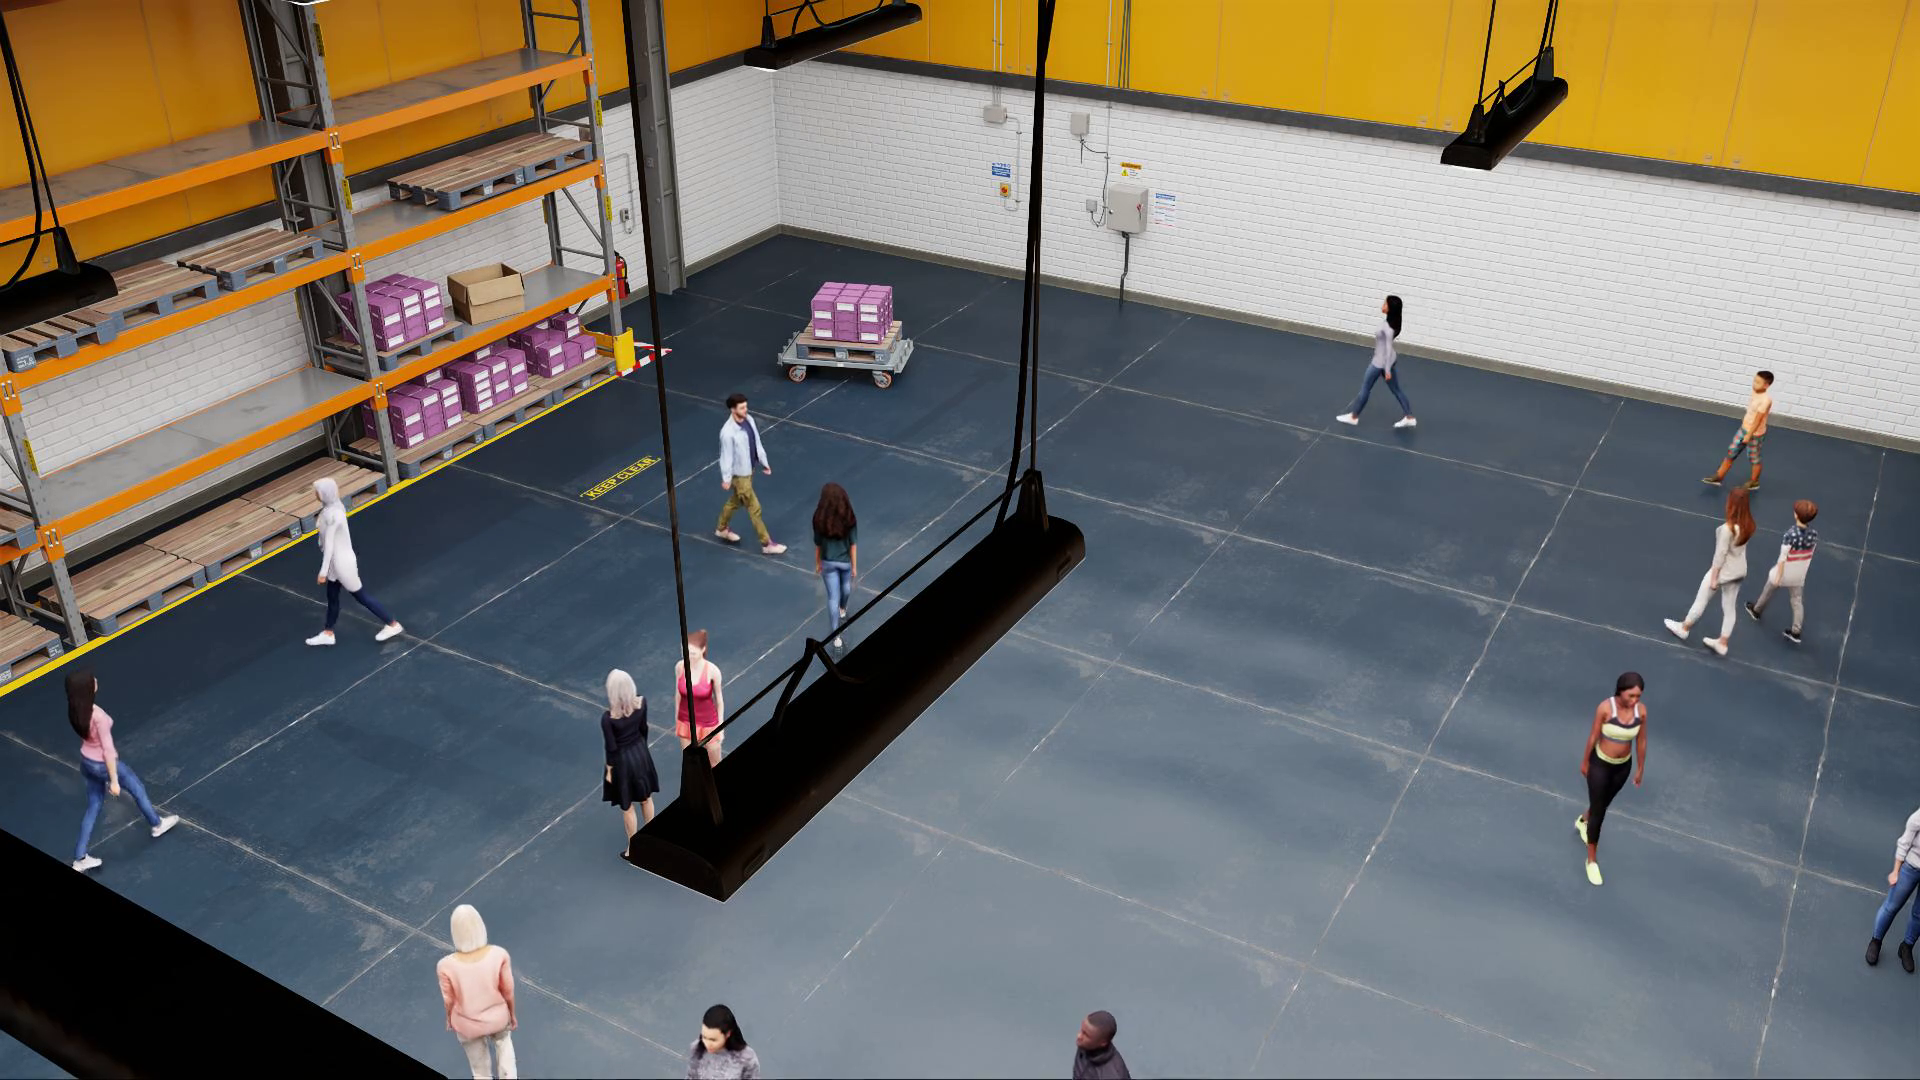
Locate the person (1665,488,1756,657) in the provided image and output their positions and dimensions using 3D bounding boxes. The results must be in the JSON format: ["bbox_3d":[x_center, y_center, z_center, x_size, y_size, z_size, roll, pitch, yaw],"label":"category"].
[{"bbox_3d":[7.254,0.331,15.583,0.923,1.687,0.939,-13,31,-22],"label":"person"}]

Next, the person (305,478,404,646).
[{"bbox_3d":[-5.729,0.243,15.694,1.185,1.735,1.070,-10,30,-17],"label":"person"}]

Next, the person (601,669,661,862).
[{"bbox_3d":[-2.573,1.745,12.930,0.694,1.747,0.555,22,36,35],"label":"person"}]

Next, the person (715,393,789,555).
[{"bbox_3d":[-2.353,-0.711,17.411,0.874,1.766,1.134,10,30,17],"label":"person"}]

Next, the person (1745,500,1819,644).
[{"bbox_3d":[7.994,0.315,15.906,0.915,1.406,1.018,-5,29,-8],"label":"person"}]

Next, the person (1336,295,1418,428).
[{"bbox_3d":[5.221,-2.101,20.041,0.748,1.688,1.133,12,31,21],"label":"person"}]

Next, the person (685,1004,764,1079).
[{"bbox_3d":[-1.333,3.388,9.957,0.750,1.708,0.943,10,30,18],"label":"person"}]

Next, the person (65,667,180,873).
[{"bbox_3d":[-6.722,1.796,12.883,0.620,1.701,1.120,16,33,27],"label":"person"}]

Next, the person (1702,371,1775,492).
[{"bbox_3d":[8.966,-1.209,18.668,0.892,1.436,0.881,-4,29,-7],"label":"person"}]

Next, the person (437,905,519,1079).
[{"bbox_3d":[-3.010,3.078,10.521,0.695,1.712,0.776,-13,31,-23],"label":"person"}]

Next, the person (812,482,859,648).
[{"bbox_3d":[-1.184,0.265,15.831,1.020,1.567,1.180,-3,29,-5],"label":"person"}]

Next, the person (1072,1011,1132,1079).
[{"bbox_3d":[0.869,3.468,9.701,1.189,1.814,1.095,-9,30,-16],"label":"person"}]

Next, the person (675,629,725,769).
[{"bbox_3d":[-2.092,1.482,13.410,0.624,1.748,0.616,7,29,12],"label":"person"}]

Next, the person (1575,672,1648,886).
[{"bbox_3d":[5.053,1.729,12.980,0.885,1.725,1.070,0,29,1],"label":"person"}]

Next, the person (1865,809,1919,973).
[{"bbox_3d":[6.879,2.380,11.885,0.632,1.631,0.560,10,30,17],"label":"person"}]
